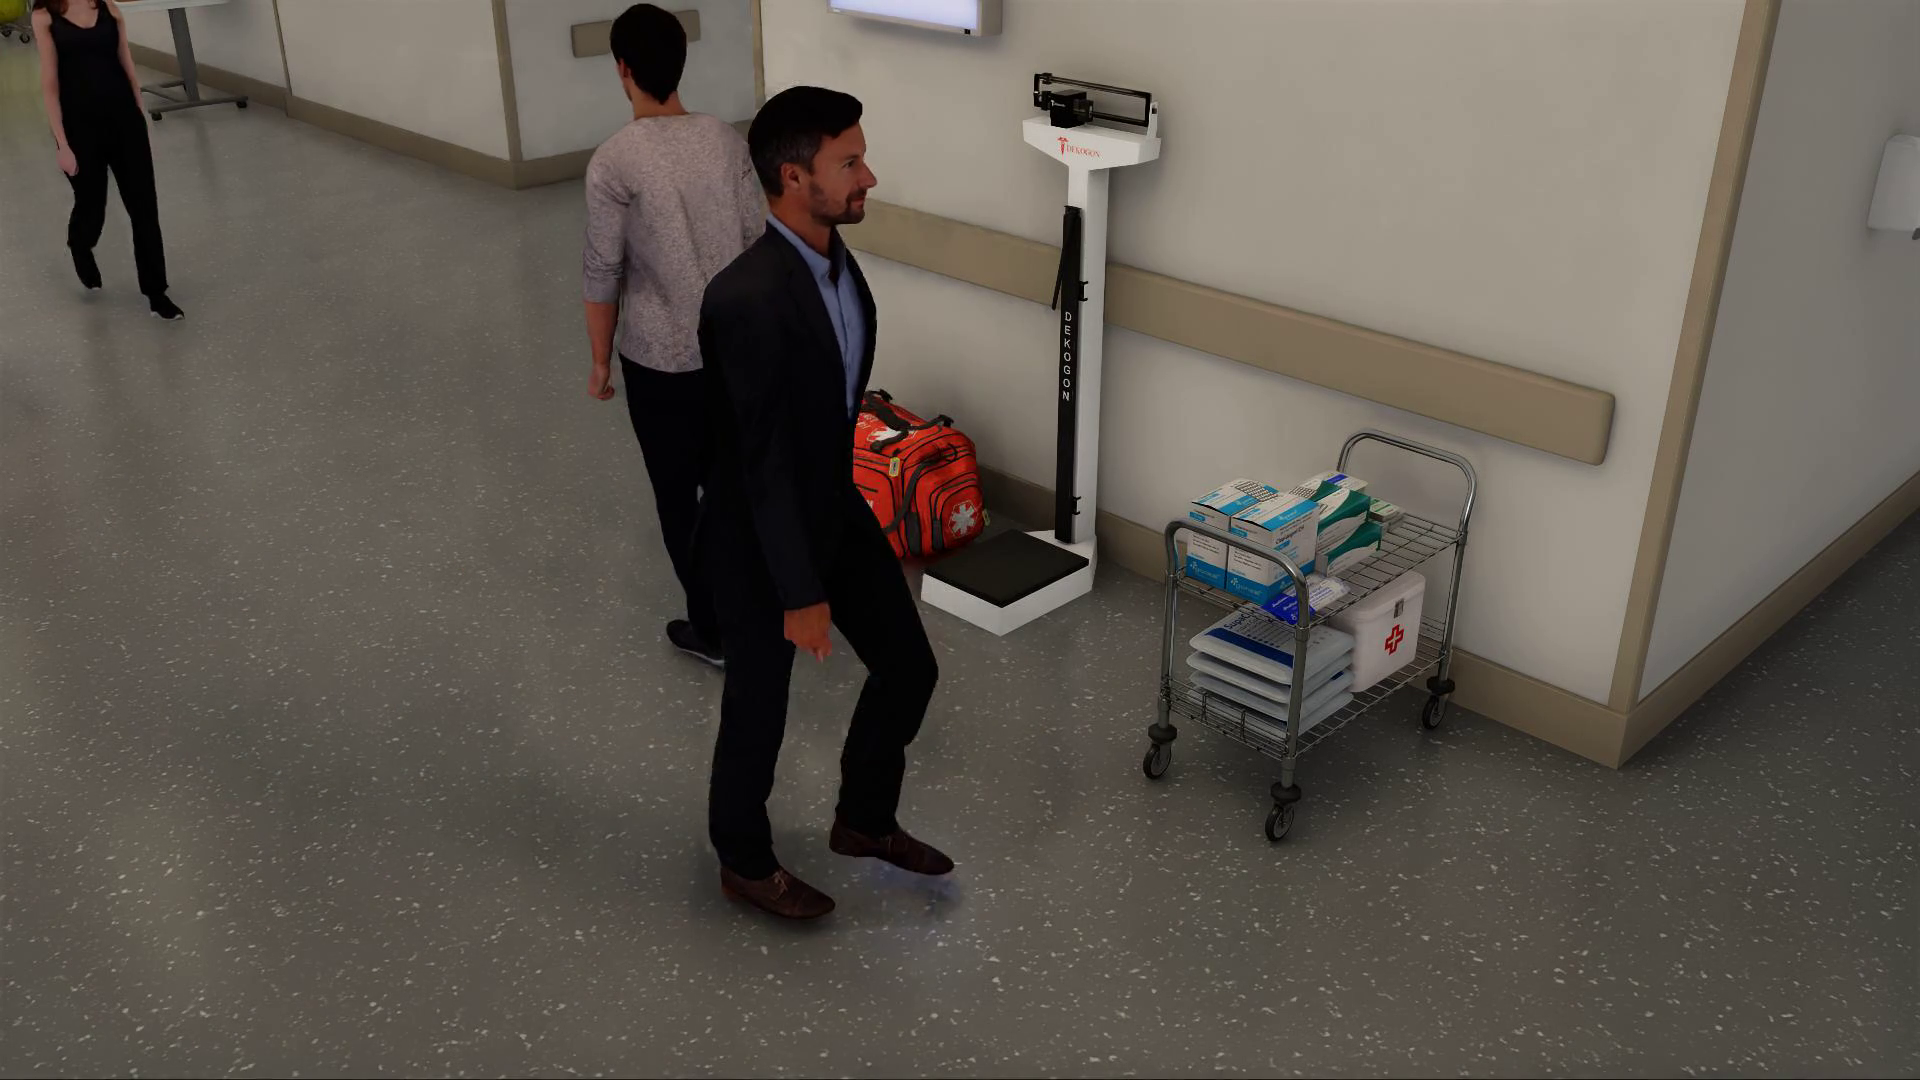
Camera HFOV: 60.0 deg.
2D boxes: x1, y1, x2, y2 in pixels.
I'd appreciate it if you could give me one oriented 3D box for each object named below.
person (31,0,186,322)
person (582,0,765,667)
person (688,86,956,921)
[{"bbox_3d":[-3.909,-1.851,7.480,1.114,1.716,0.593,23,34,39],"label":"person"},{"bbox_3d":[-0.686,-0.471,4.501,0.619,1.818,0.660,22,34,38],"label":"person"},{"bbox_3d":[-0.423,-0.005,3.496,0.837,1.852,0.777,12,28,23],"label":"person"}]
